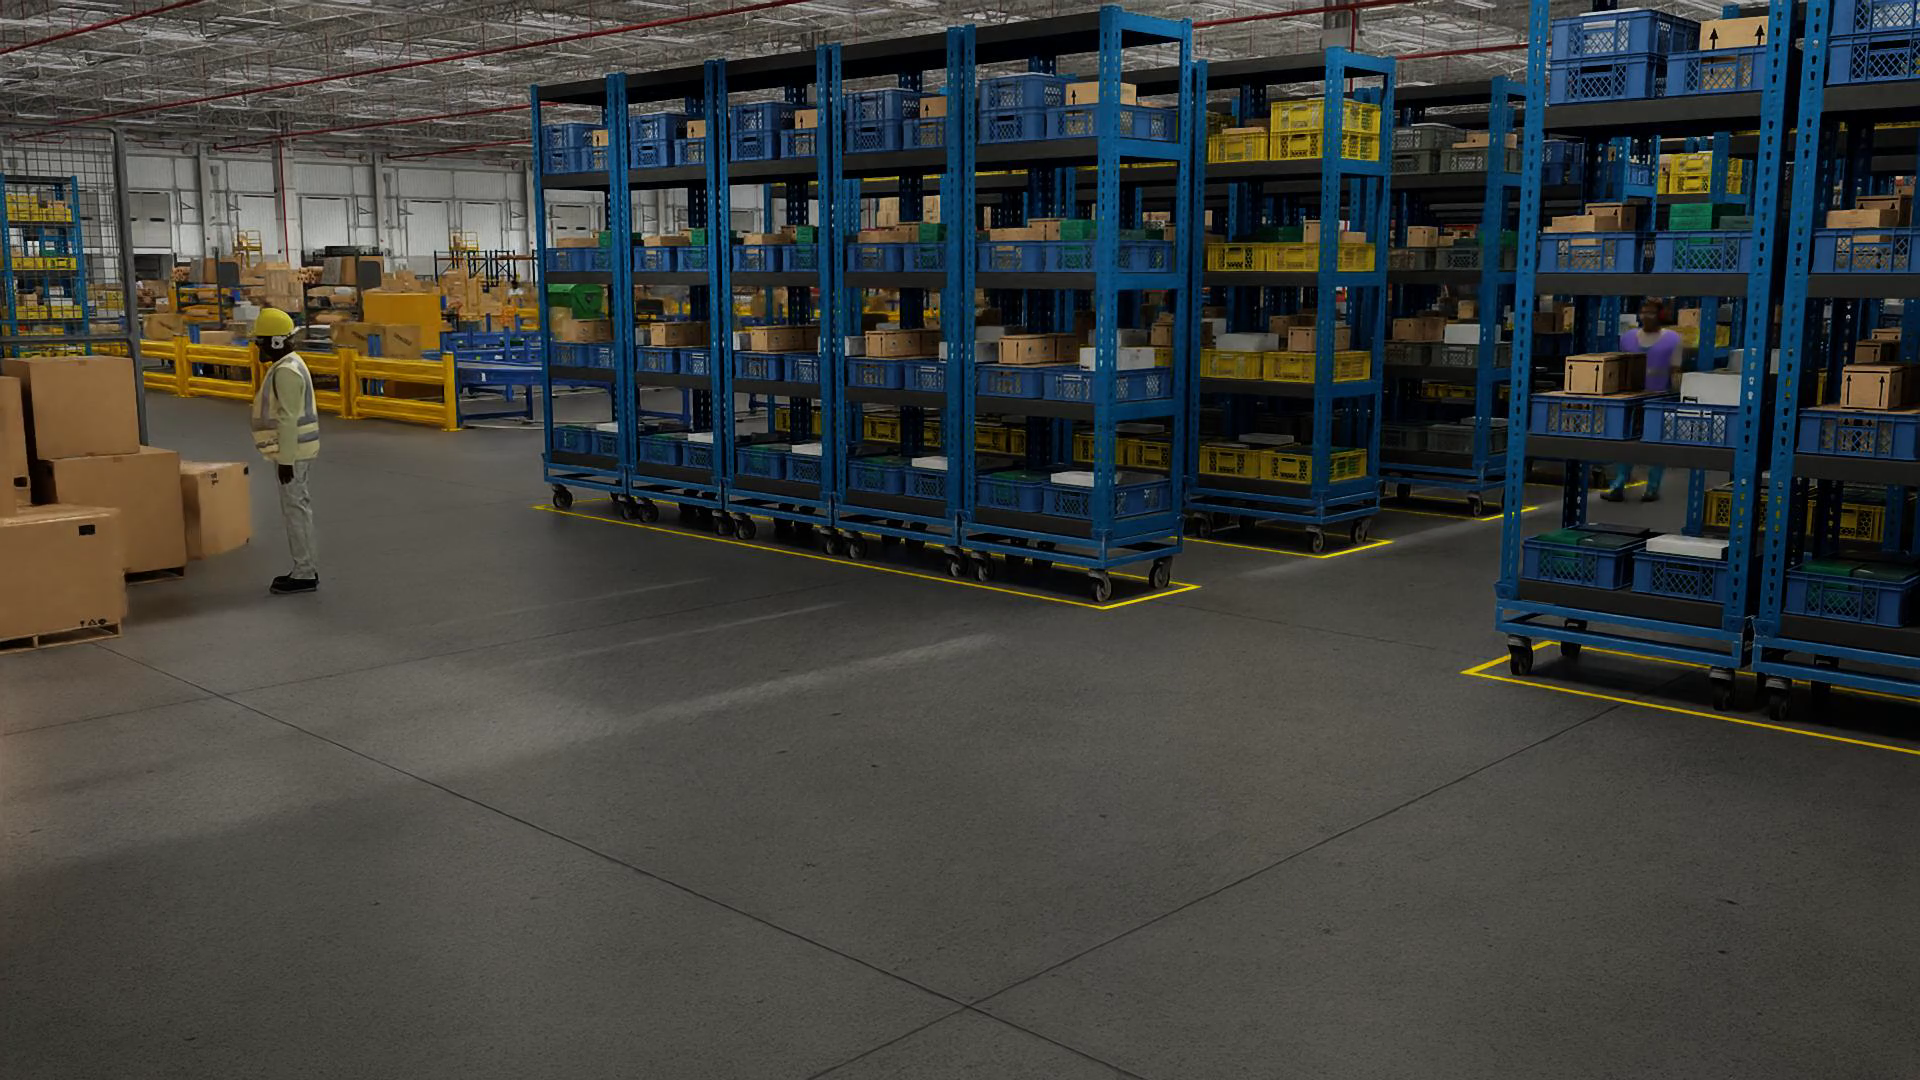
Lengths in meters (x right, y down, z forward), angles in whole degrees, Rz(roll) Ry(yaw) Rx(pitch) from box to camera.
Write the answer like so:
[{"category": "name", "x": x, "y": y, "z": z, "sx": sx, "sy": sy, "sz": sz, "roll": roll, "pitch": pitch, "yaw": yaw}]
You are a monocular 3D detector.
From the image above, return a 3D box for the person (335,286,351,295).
[{"category": "person", "x": -17.867, "y": -6.701, "z": 48.159, "sx": 0.401, "sy": 1.855, "sz": 0.544, "roll": 9, "pitch": 13, "yaw": 42}]

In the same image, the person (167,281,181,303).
[{"category": "person", "x": -20.132, "y": -5.789, "z": 42.846, "sx": 0.328, "sy": 1.767, "sz": 0.530, "roll": 5, "pitch": 10, "yaw": 26}]

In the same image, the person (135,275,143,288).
[{"category": "person", "x": -32.181, "y": -9.443, "z": 65.018, "sx": 0.632, "sy": 1.843, "sz": 0.429, "roll": 8, "pitch": 12, "yaw": 40}]

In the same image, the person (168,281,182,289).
[{"category": "person", "x": -29.576, "y": -9.044, "z": 62.652, "sx": 0.515, "sy": 1.821, "sz": 0.959, "roll": -2, "pitch": 10, "yaw": -14}]

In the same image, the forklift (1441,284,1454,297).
[{"category": "forklift", "x": 14.240, "y": -7.178, "z": 47.954, "sx": 1.873, "sy": 2.768, "sz": 1.129, "roll": 9, "pitch": 13, "yaw": 42}]

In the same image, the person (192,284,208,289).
[{"category": "person", "x": -25.770, "y": -8.099, "z": 56.264, "sx": 0.643, "sy": 2.002, "sz": 0.995, "roll": 2, "pitch": 9, "yaw": 10}]

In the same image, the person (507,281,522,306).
[{"category": "person", "x": -15.644, "y": -8.282, "z": 58.496, "sx": 0.542, "sy": 1.648, "sz": 0.881, "roll": 2, "pitch": 9, "yaw": 11}]

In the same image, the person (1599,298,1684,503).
[{"category": "person", "x": 5.994, "y": -1.207, "z": 14.616, "sx": 0.592, "sy": 1.802, "sz": 0.902, "roll": 9, "pitch": 13, "yaw": 43}]

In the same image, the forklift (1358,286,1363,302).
[{"category": "forklift", "x": 11.100, "y": -7.017, "z": 46.970, "sx": 1.873, "sy": 2.768, "sz": 1.129, "roll": 9, "pitch": 13, "yaw": 43}]

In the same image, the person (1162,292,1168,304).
[{"category": "person", "x": 6.993, "y": -8.009, "z": 56.790, "sx": 0.810, "sy": 1.667, "sz": 0.543, "roll": 6, "pitch": 11, "yaw": 35}]

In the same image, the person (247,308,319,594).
[{"category": "person", "x": -4.321, "y": -0.566, "z": 10.665, "sx": 0.404, "sy": 1.824, "sz": 0.586, "roll": -4, "pitch": 10, "yaw": -23}]

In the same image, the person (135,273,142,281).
[{"category": "person", "x": -34.887, "y": -10.377, "z": 70.531, "sx": 0.466, "sy": 1.910, "sz": 0.612, "roll": -5, "pitch": 11, "yaw": -28}]
